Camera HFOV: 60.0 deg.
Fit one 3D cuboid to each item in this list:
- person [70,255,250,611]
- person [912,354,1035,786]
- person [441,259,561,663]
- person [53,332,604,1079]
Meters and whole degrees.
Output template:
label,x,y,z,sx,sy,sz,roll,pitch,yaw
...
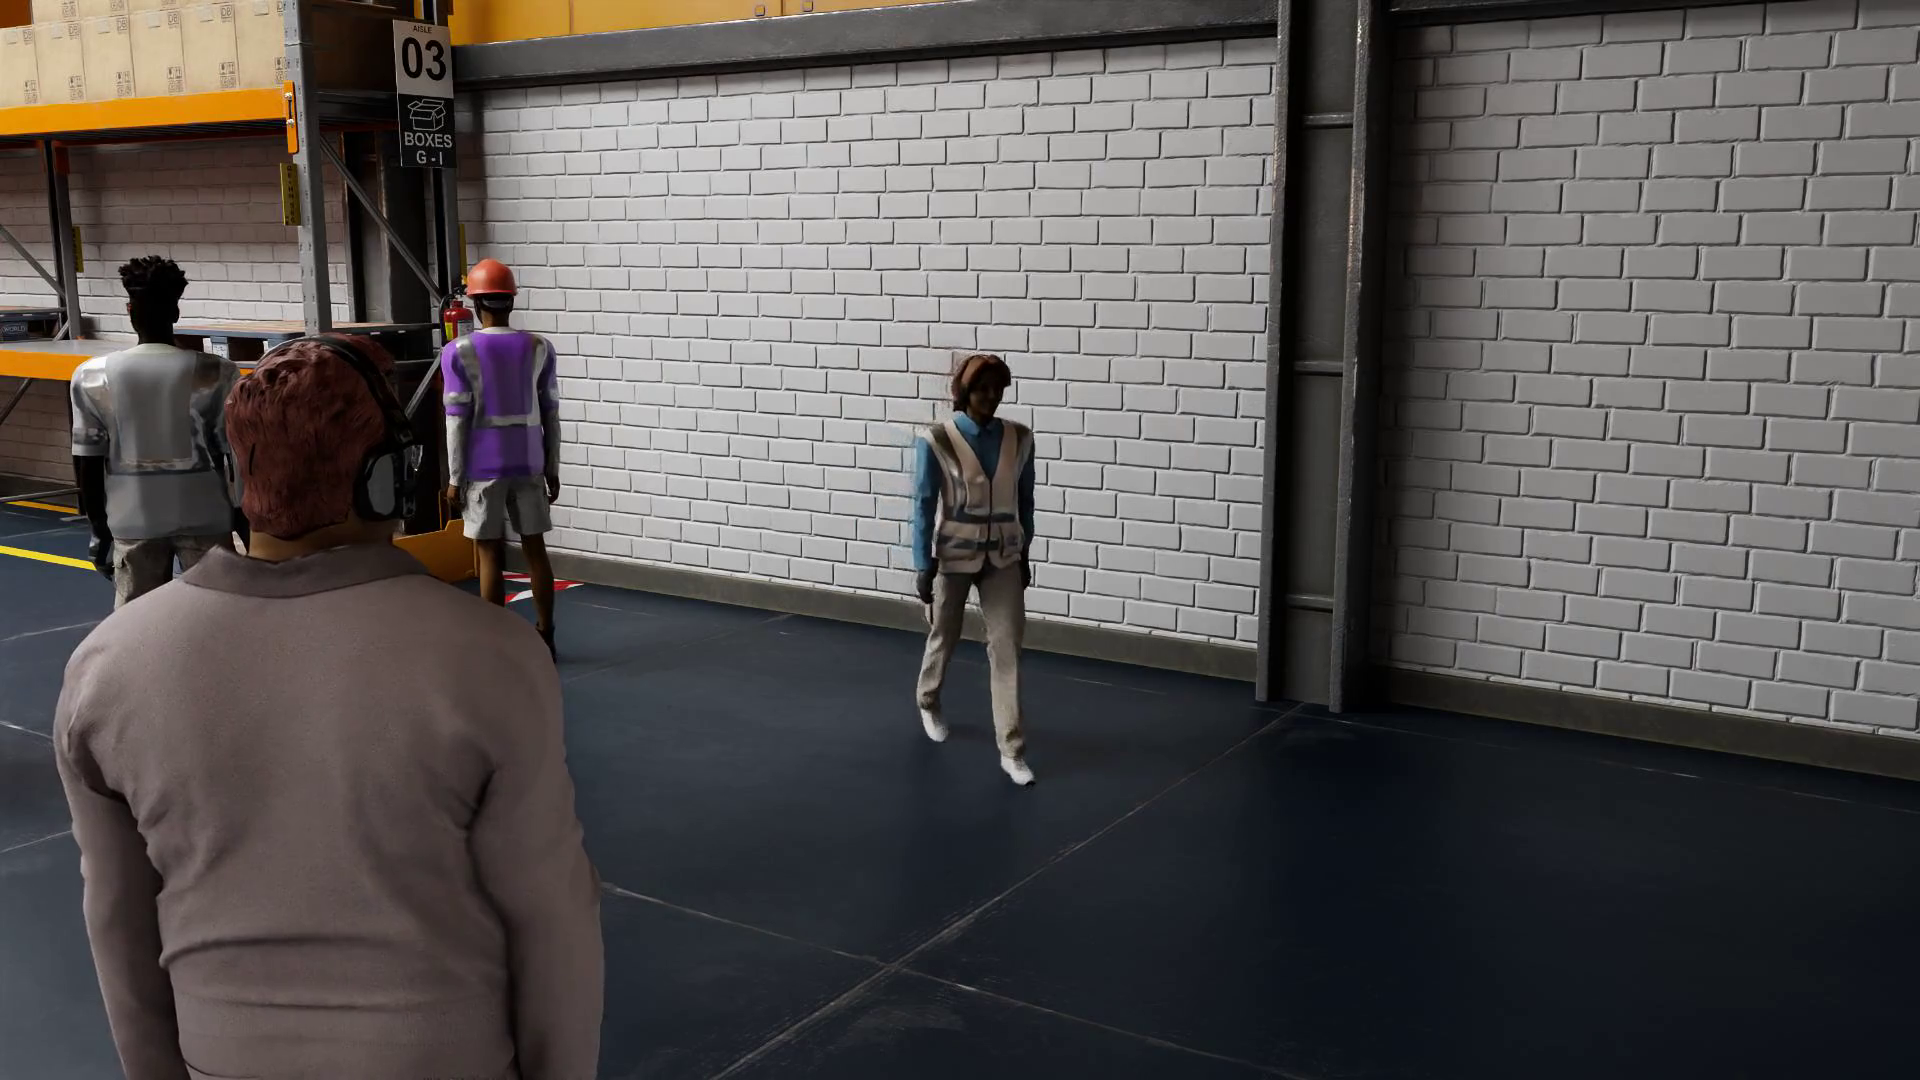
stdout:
label,x,y,z,sx,sy,sz,roll,pitch,yaw
person,-2.940,-0.070,6.217,0.613,1.965,0.361,-3,11,-14
person,0.037,0.074,6.444,0.533,1.605,0.846,-4,11,-21
person,-2.163,-0.348,7.854,0.552,1.932,0.377,-7,12,-33
person,-0.758,0.693,2.160,0.637,1.911,0.406,1,10,5
